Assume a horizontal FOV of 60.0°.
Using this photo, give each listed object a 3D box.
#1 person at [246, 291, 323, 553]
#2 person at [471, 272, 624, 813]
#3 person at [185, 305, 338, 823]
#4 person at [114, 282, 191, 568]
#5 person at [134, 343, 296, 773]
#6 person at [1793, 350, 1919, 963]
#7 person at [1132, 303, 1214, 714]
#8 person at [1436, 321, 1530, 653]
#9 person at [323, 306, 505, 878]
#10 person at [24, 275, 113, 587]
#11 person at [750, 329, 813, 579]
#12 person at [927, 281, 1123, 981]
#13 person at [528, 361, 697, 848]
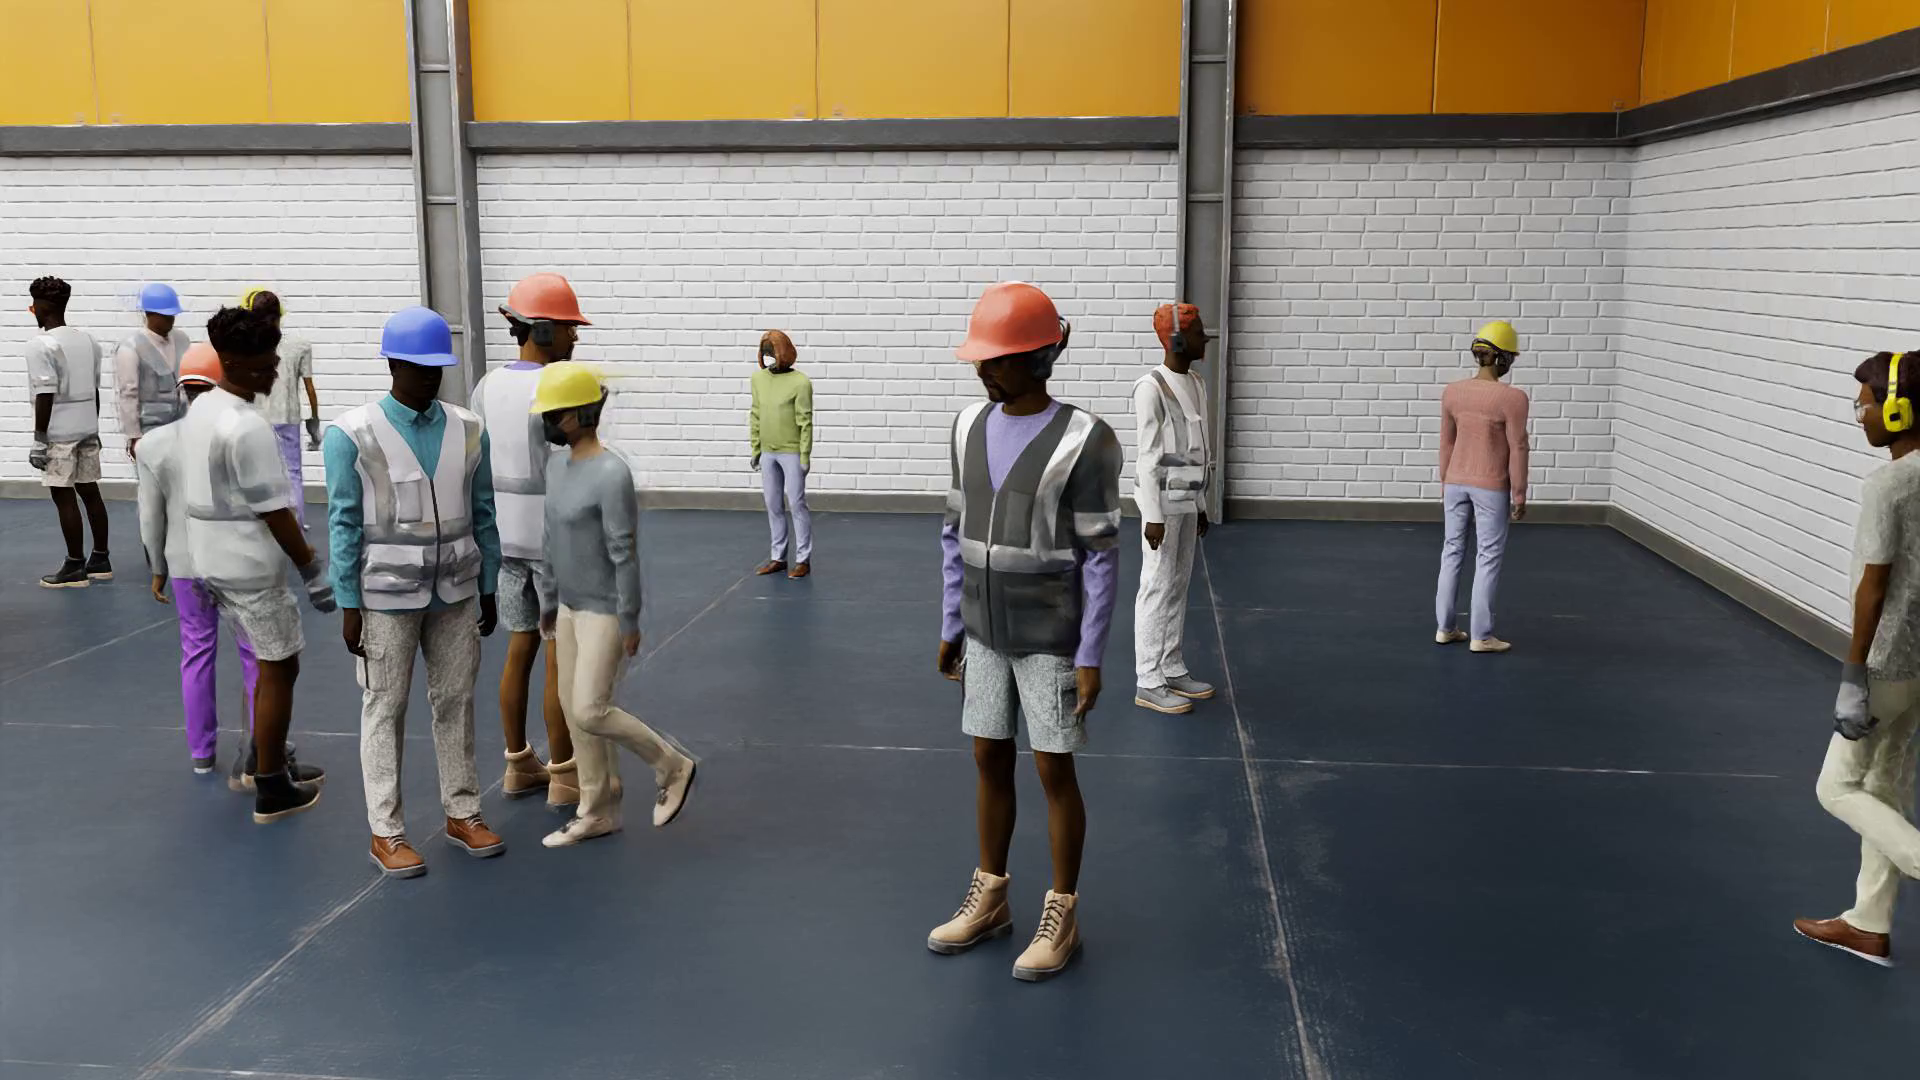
[{"bbox_3d":[-4.686,-0.776,11.405,0.591,1.849,0.365,-4,11,-23],"label":"person"},{"bbox_3d":[-1.570,0.010,6.352,0.615,2.039,0.382,8,12,37],"label":"person"},{"bbox_3d":[-2.607,0.092,6.227,0.491,1.925,0.695,-9,14,-43],"label":"person"},{"bbox_3d":[-5.265,-0.741,11.012,0.525,1.912,0.638,3,10,18],"label":"person"},{"bbox_3d":[-3.022,0.076,6.793,0.563,1.753,0.327,-2,10,-14],"label":"person"},{"bbox_3d":[2.754,0.380,4.791,0.547,1.847,0.560,-6,12,-33],"label":"person"},{"bbox_3d":[0.998,-0.153,7.737,0.356,1.884,0.574,6,11,29],"label":"person"},{"bbox_3d":[2.774,-0.276,8.815,0.344,1.756,0.532,-8,13,-38],"label":"person"},{"bbox_3d":[-1.848,0.176,5.704,0.605,1.939,0.415,-9,14,-43],"label":"person"},{"bbox_3d":[-5.667,-0.683,10.532,0.361,1.964,0.617,1,10,7],"label":"person"},{"bbox_3d":[-1.155,-0.553,10.788,0.491,1.624,0.308,7,12,34],"label":"person"},{"bbox_3d":[0.169,0.272,4.871,0.605,2.036,0.393,8,13,39],"label":"person"},{"bbox_3d":[-1.271,0.235,5.899,0.477,1.751,0.528,-8,13,-37],"label":"person"}]
